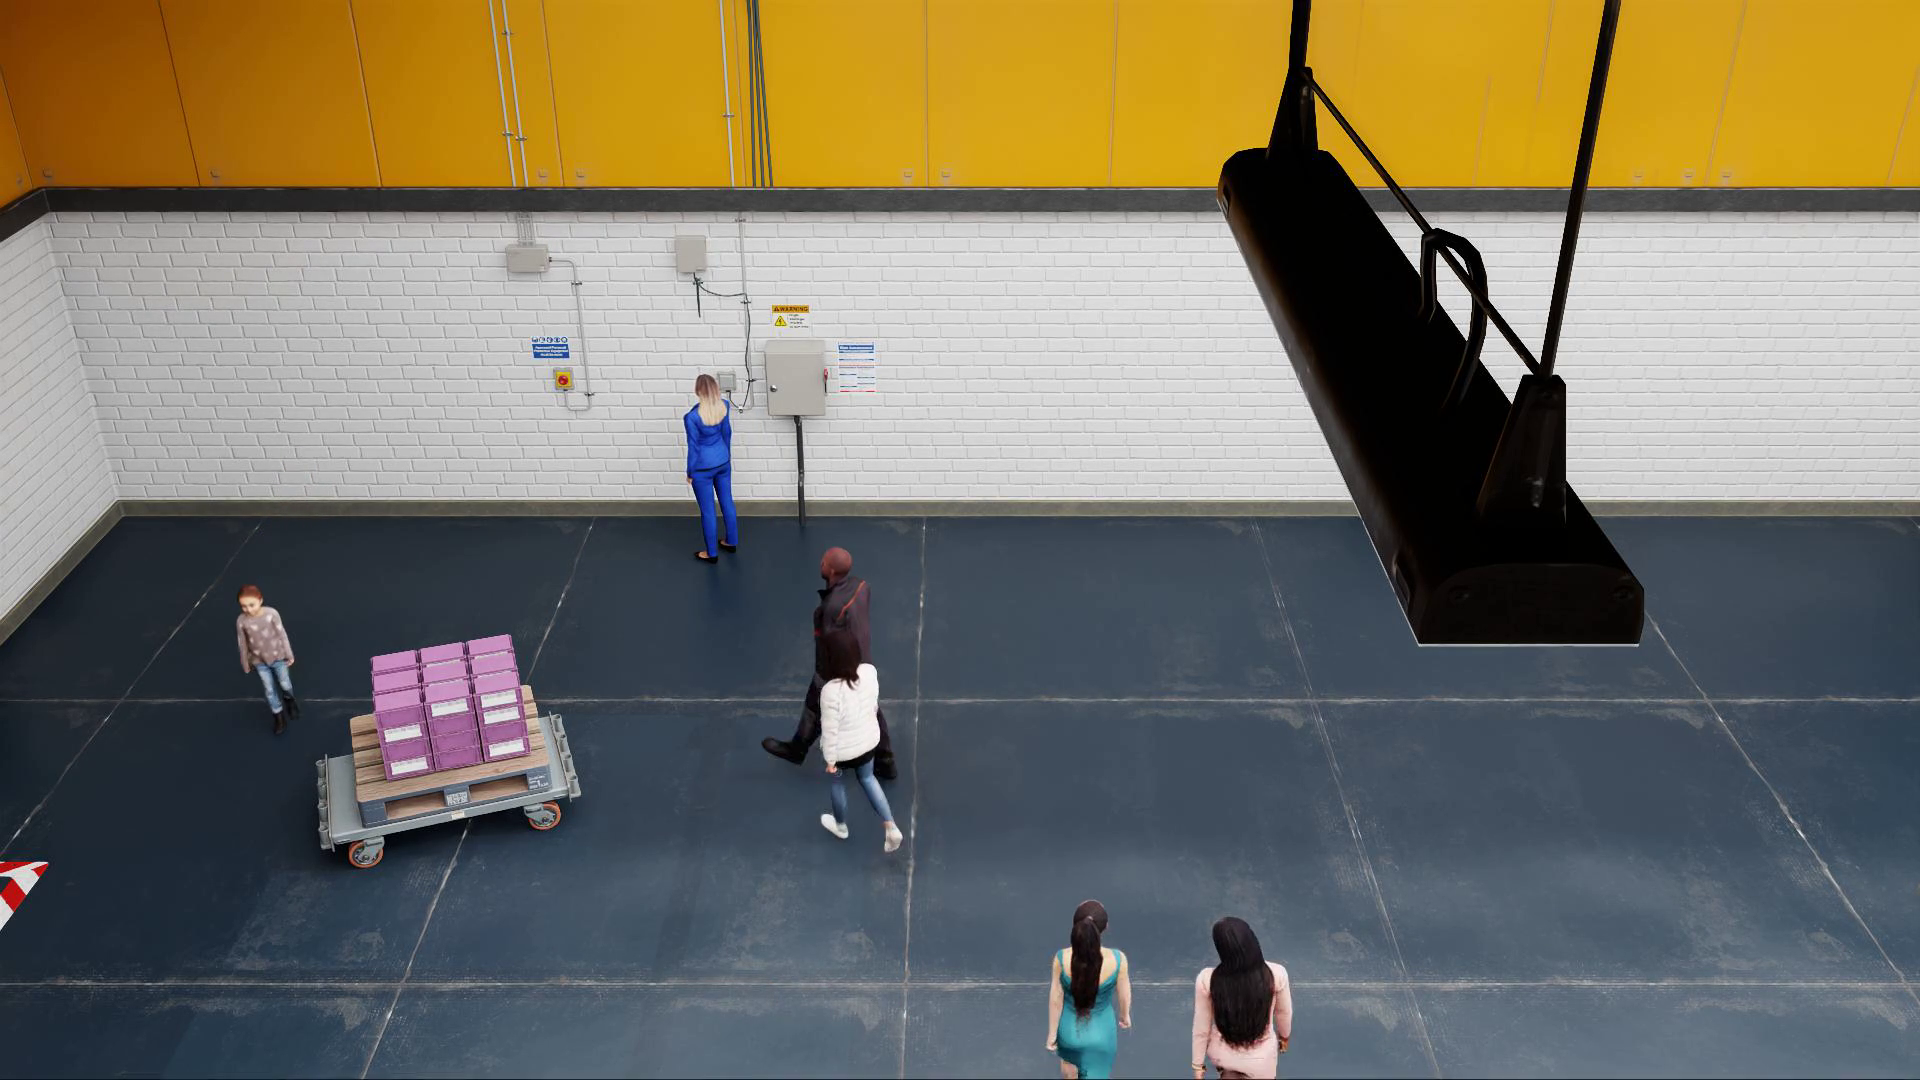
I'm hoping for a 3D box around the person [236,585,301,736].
[{"bbox_3d":[-4.990,0.814,12.005,0.578,1.189,0.634,-8,30,-14],"label":"person"}]

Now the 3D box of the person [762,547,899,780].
[{"bbox_3d":[-0.687,0.886,11.246,1.092,1.789,1.240,11,30,19],"label":"person"}]

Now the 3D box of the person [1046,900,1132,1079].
[{"bbox_3d":[0.631,2.552,8.350,0.640,1.638,1.058,3,29,5],"label":"person"}]

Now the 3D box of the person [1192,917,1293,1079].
[{"bbox_3d":[1.382,2.636,8.166,0.806,1.666,1.245,6,29,11],"label":"person"}]

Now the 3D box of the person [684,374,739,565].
[{"bbox_3d":[-2.102,-0.617,14.093,0.763,1.701,0.691,23,36,36],"label":"person"}]

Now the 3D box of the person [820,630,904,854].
[{"bbox_3d":[-0.645,1.308,10.646,0.969,1.622,1.055,-23,36,-36],"label":"person"}]
